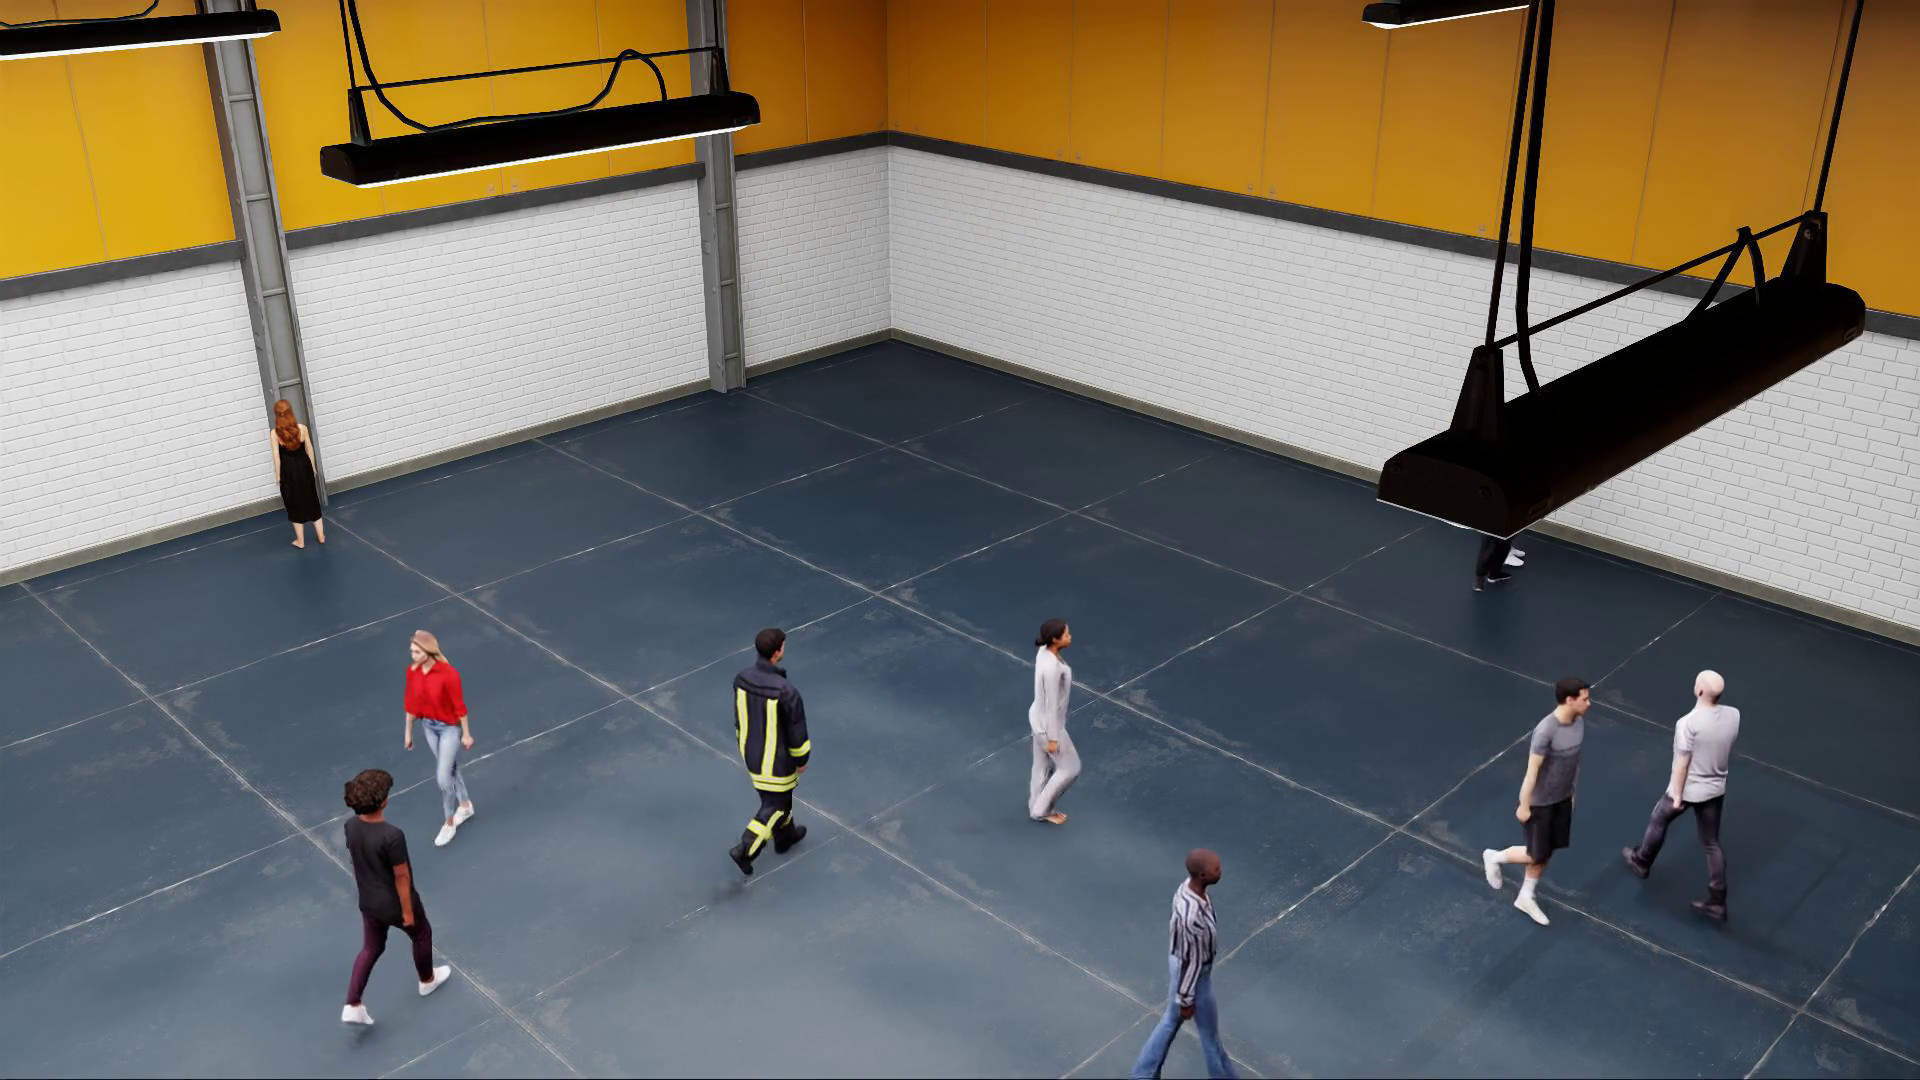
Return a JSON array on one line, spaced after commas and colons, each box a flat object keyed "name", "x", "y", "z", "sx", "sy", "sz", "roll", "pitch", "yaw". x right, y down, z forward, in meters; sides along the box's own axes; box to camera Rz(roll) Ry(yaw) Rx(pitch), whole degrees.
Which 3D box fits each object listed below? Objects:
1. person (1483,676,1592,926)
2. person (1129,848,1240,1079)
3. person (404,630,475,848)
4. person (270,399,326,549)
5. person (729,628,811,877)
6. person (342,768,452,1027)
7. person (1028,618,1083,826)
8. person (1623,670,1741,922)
[{"name": "person", "x": 4.016, "y": 1.755, "z": 11.616, "sx": 0.873, "sy": 1.855, "sz": 0.885, "roll": -12, "pitch": 26, "yaw": -26}, {"name": "person", "x": 1.283, "y": 2.596, "z": 9.814, "sx": 1.113, "sy": 1.757, "sz": 1.065, "roll": 1, "pitch": 24, "yaw": 2}, {"name": "person", "x": -3.876, "y": 1.413, "z": 12.609, "sx": 0.817, "sy": 1.687, "sz": 0.905, "roll": 9, "pitch": 25, "yaw": 19}, {"name": "person", "x": -7.000, "y": -0.704, "z": 17.528, "sx": 0.529, "sy": 1.625, "sz": 0.659, "roll": -18, "pitch": 29, "yaw": -35}, {"name": "person", "x": -1.429, "y": 1.554, "z": 12.018, "sx": 0.882, "sy": 1.902, "sz": 1.149, "roll": 16, "pitch": 28, "yaw": 32}, {"name": "person", "x": -3.685, "y": 2.284, "z": 10.527, "sx": 0.908, "sy": 1.758, "sz": 1.167, "roll": 9, "pitch": 25, "yaw": 20}, {"name": "person", "x": 0.602, "y": 1.391, "z": 12.611, "sx": 0.828, "sy": 1.725, "sz": 0.780, "roll": -2, "pitch": 24, "yaw": -3}, {"name": "person", "x": 5.191, "y": 1.795, "z": 11.595, "sx": 1.225, "sy": 1.799, "sz": 1.136, "roll": -6, "pitch": 24, "yaw": -13}]
